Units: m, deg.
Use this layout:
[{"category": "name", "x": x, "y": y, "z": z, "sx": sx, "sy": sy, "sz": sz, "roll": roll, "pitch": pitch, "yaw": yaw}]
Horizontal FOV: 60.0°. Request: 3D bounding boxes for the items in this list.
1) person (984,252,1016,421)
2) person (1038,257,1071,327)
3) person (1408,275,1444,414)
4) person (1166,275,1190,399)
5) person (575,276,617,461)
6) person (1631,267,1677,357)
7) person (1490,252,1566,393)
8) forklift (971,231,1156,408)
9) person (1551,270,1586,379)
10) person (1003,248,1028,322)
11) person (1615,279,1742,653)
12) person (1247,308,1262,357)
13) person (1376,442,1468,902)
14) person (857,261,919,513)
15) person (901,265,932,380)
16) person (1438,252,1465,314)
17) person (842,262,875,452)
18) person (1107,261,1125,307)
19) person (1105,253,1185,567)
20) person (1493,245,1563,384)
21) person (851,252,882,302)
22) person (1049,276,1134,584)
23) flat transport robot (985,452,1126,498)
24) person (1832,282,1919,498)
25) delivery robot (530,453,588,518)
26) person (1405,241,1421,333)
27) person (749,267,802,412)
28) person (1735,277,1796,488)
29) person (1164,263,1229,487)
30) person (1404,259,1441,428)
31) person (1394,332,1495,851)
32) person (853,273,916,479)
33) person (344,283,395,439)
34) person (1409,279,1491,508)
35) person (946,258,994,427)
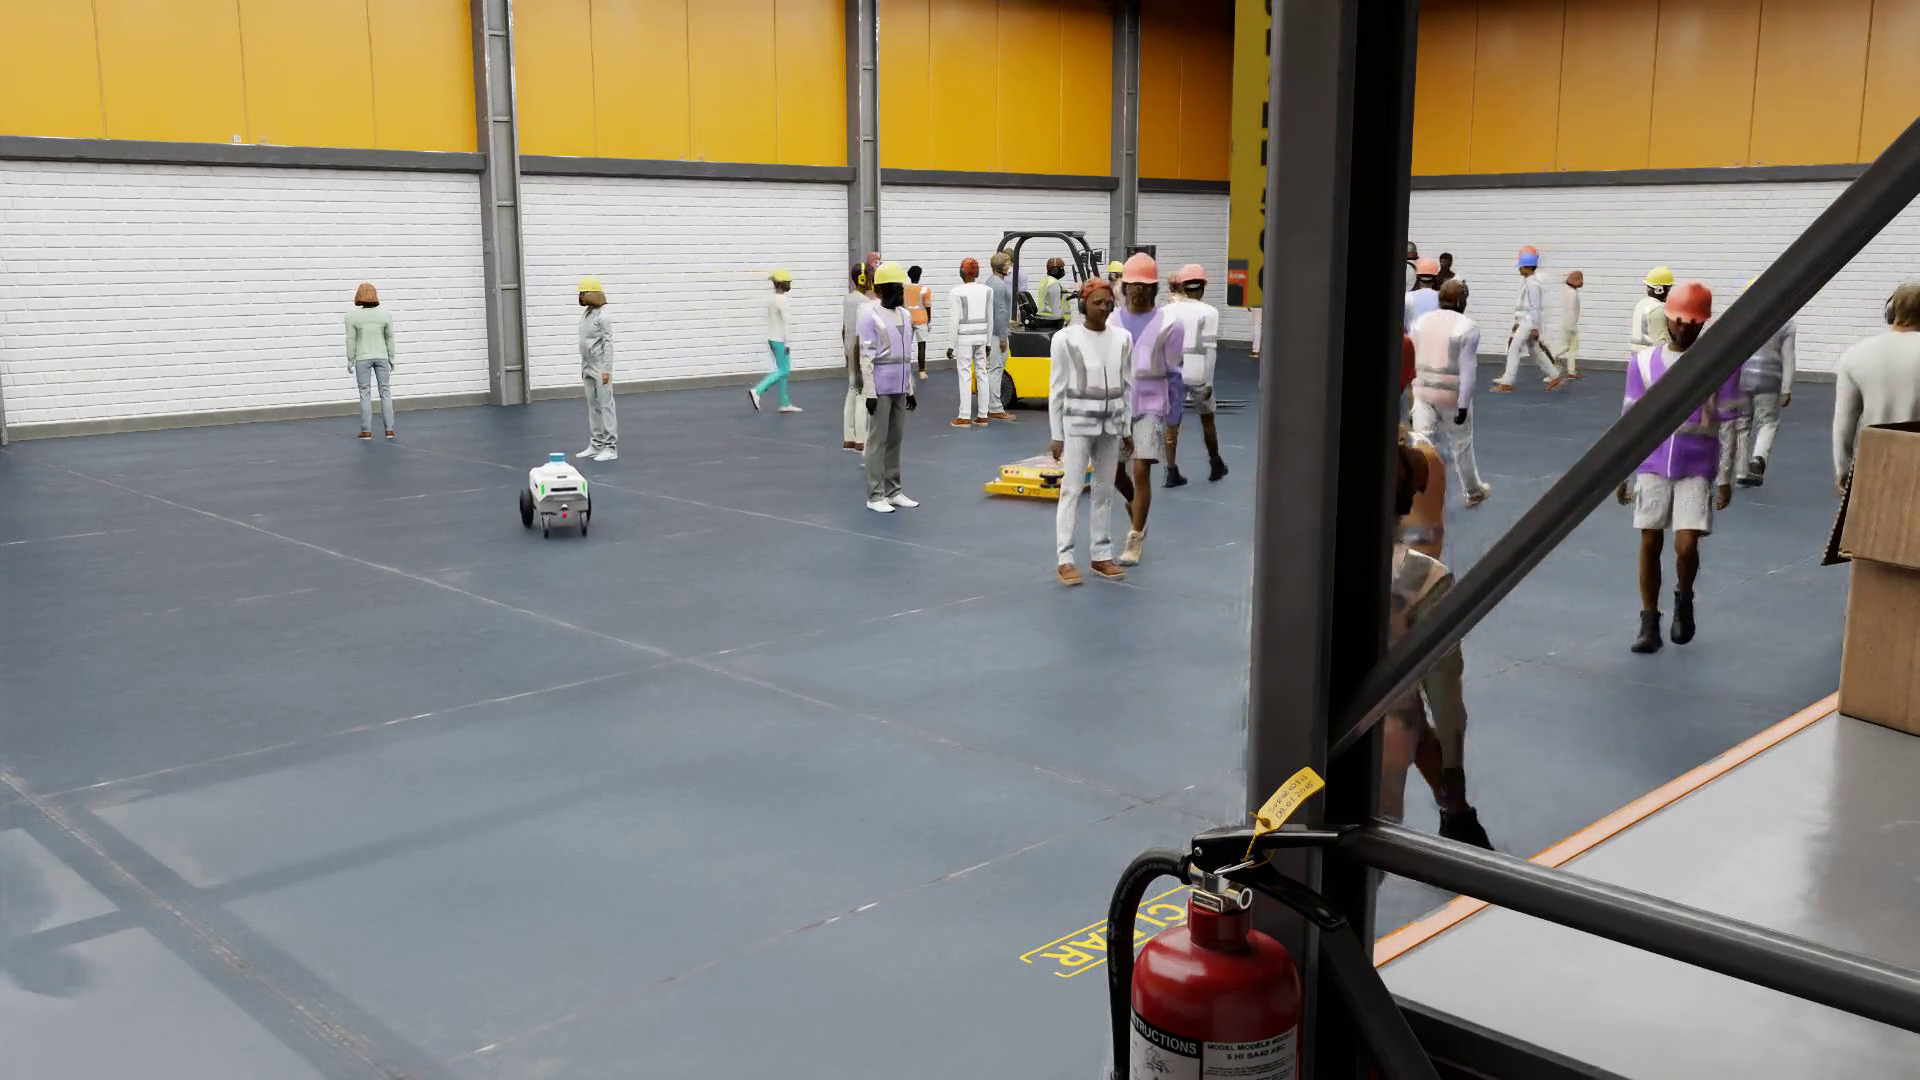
[{"category": "person", "x": 0.435, "y": -2.344, "z": 19.203, "sx": 0.371, "sy": 1.940, "sz": 0.627, "roll": -2, "pitch": 11, "yaw": -9}, {"category": "person", "x": 1.244, "y": -2.781, "z": 21.851, "sx": 0.429, "sy": 1.842, "sz": 0.635, "roll": -2, "pitch": 11, "yaw": -10}, {"category": "person", "x": 5.550, "y": -2.307, "z": 19.716, "sx": 0.508, "sy": 1.681, "sz": 0.540, "roll": 9, "pitch": 13, "yaw": 39}, {"category": "person", "x": 2.780, "y": -2.568, "z": 21.269, "sx": 0.310, "sy": 1.633, "sz": 0.517, "roll": 8, "pitch": 13, "yaw": 36}, {"category": "person", "x": -3.477, "y": -1.627, "z": 15.828, "sx": 0.312, "sy": 1.744, "sz": 0.487, "roll": -9, "pitch": 14, "yaw": -40}, {"category": "person", "x": 6.641, "y": -1.690, "z": 15.930, "sx": 0.404, "sy": 1.832, "sz": 0.599, "roll": 1, "pitch": 10, "yaw": 3}, {"category": "person", "x": 7.763, "y": -2.932, "z": 22.515, "sx": 0.957, "sy": 1.912, "sz": 0.613, "roll": 3, "pitch": 11, "yaw": 15}, {"category": "forklift", "x": 1.222, "y": -2.721, "z": 20.561, "sx": 2.313, "sy": 2.155, "sz": 1.214, "roll": 2, "pitch": 11, "yaw": 13}, {"category": "person", "x": 9.039, "y": -3.199, "z": 24.743, "sx": 0.560, "sy": 1.615, "sz": 0.505, "roll": 3, "pitch": 11, "yaw": 14}, {"category": "person", "x": 0.762, "y": -3.544, "z": 25.745, "sx": 0.358, "sy": 1.938, "sz": 0.636, "roll": -10, "pitch": 14, "yaw": -44}, {"category": "person", "x": 3.611, "y": -0.357, "z": 8.427, "sx": 0.570, "sy": 1.916, "sz": 0.421, "roll": 7, "pitch": 13, "yaw": 34}, {"category": "person", "x": 5.332, "y": -4.198, "z": 29.157, "sx": 0.611, "sy": 1.997, "sz": 0.375, "roll": -1, "pitch": 10, "yaw": -7}, {"category": "person", "x": 1.039, "y": 0.543, "z": 4.297, "sx": 0.460, "sy": 1.619, "sz": 0.546, "roll": -10, "pitch": 14, "yaw": -42}, {"category": "person", "x": -0.548, "y": -1.186, "z": 12.913, "sx": 0.355, "sy": 1.930, "sz": 0.587, "roll": 7, "pitch": 12, "yaw": 33}, {"category": "person", "x": -0.668, "y": -3.213, "z": 24.632, "sx": 0.530, "sy": 1.689, "sz": 0.321, "roll": 4, "pitch": 11, "yaw": 20}, {"category": "person", "x": 7.295, "y": -3.389, "z": 25.050, "sx": 0.588, "sy": 1.888, "sz": 0.885, "roll": 8, "pitch": 13, "yaw": 36}, {"category": "person", "x": -0.984, "y": -1.800, "z": 16.438, "sx": 0.315, "sy": 1.865, "sz": 0.526, "roll": -6, "pitch": 12, "yaw": -30}, {"category": "person", "x": 2.209, "y": -3.048, "z": 23.515, "sx": 0.315, "sy": 1.769, "sz": 0.523, "roll": 1, "pitch": 10, "yaw": 3}, {"category": "person", "x": 1.174, "y": -0.877, "z": 10.974, "sx": 0.619, "sy": 2.022, "sz": 0.853, "roll": 4, "pitch": 11, "yaw": 19}, {"category": "person", "x": 8.221, "y": -3.219, "z": 23.848, "sx": 1.001, "sy": 2.002, "sz": 0.599, "roll": -2, "pitch": 11, "yaw": -12}, {"category": "person", "x": -1.173, "y": -3.014, "z": 22.963, "sx": 0.638, "sy": 1.902, "sz": 0.407, "roll": 5, "pitch": 11, "yaw": 24}, {"category": "person", "x": 0.814, "y": -0.673, "z": 10.241, "sx": 0.583, "sy": 1.882, "sz": 0.338, "roll": -5, "pitch": 12, "yaw": -27}, {"category": "flat transport robot", "x": 0.829, "y": -0.561, "z": 14.034, "sx": 0.652, "sy": 0.197, "sz": 1.431, "roll": 6, "pitch": 12, "yaw": 28}, {"category": "person", "x": 4.956, "y": -0.396, "z": 8.731, "sx": 0.649, "sy": 1.875, "sz": 1.032, "roll": 10, "pitch": 14, "yaw": 44}, {"category": "delivery robot", "x": -2.911, "y": -0.386, "z": 12.050, "sx": 0.477, "sy": 0.478, "sz": 0.707, "roll": -4, "pitch": 11, "yaw": -20}, {"category": "person", "x": 7.375, "y": -3.932, "z": 27.588, "sx": 0.683, "sy": 2.000, "sz": 0.538, "roll": -9, "pitch": 13, "yaw": -39}, {"category": "person", "x": -2.226, "y": -2.380, "z": 19.914, "sx": 0.651, "sy": 1.752, "sz": 0.533, "roll": -5, "pitch": 12, "yaw": -27}, {"category": "person", "x": 6.655, "y": -1.308, "z": 13.922, "sx": 0.589, "sy": 1.812, "sz": 0.538, "roll": 8, "pitch": 13, "yaw": 36}, {"category": "person", "x": 2.026, "y": -1.416, "z": 14.312, "sx": 0.538, "sy": 1.884, "sz": 0.926, "roll": 6, "pitch": 12, "yaw": 32}, {"category": "person", "x": 4.907, "y": -2.034, "z": 17.662, "sx": 0.560, "sy": 1.892, "sz": 0.983, "roll": 3, "pitch": 11, "yaw": 15}, {"category": "person", "x": 1.356, "y": 0.239, "z": 5.307, "sx": 0.970, "sy": 1.880, "sz": 0.565, "roll": -1, "pitch": 10, "yaw": -7}, {"category": "person", "x": -0.665, "y": -1.437, "z": 14.514, "sx": 0.503, "sy": 1.845, "sz": 0.445, "roll": 10, "pitch": 14, "yaw": 42}, {"category": "person", "x": -6.189, "y": -1.875, "z": 17.482, "sx": 0.503, "sy": 1.633, "sz": 0.280, "roll": -7, "pitch": 12, "yaw": -32}, {"category": "person", "x": 3.773, "y": -1.103, "z": 12.825, "sx": 0.968, "sy": 1.786, "sz": 0.621, "roll": -9, "pitch": 14, "yaw": -42}, {"category": "person", "x": 0.111, "y": -2.193, "z": 18.536, "sx": 0.573, "sy": 1.883, "sz": 0.355, "roll": -7, "pitch": 12, "yaw": -33}]
